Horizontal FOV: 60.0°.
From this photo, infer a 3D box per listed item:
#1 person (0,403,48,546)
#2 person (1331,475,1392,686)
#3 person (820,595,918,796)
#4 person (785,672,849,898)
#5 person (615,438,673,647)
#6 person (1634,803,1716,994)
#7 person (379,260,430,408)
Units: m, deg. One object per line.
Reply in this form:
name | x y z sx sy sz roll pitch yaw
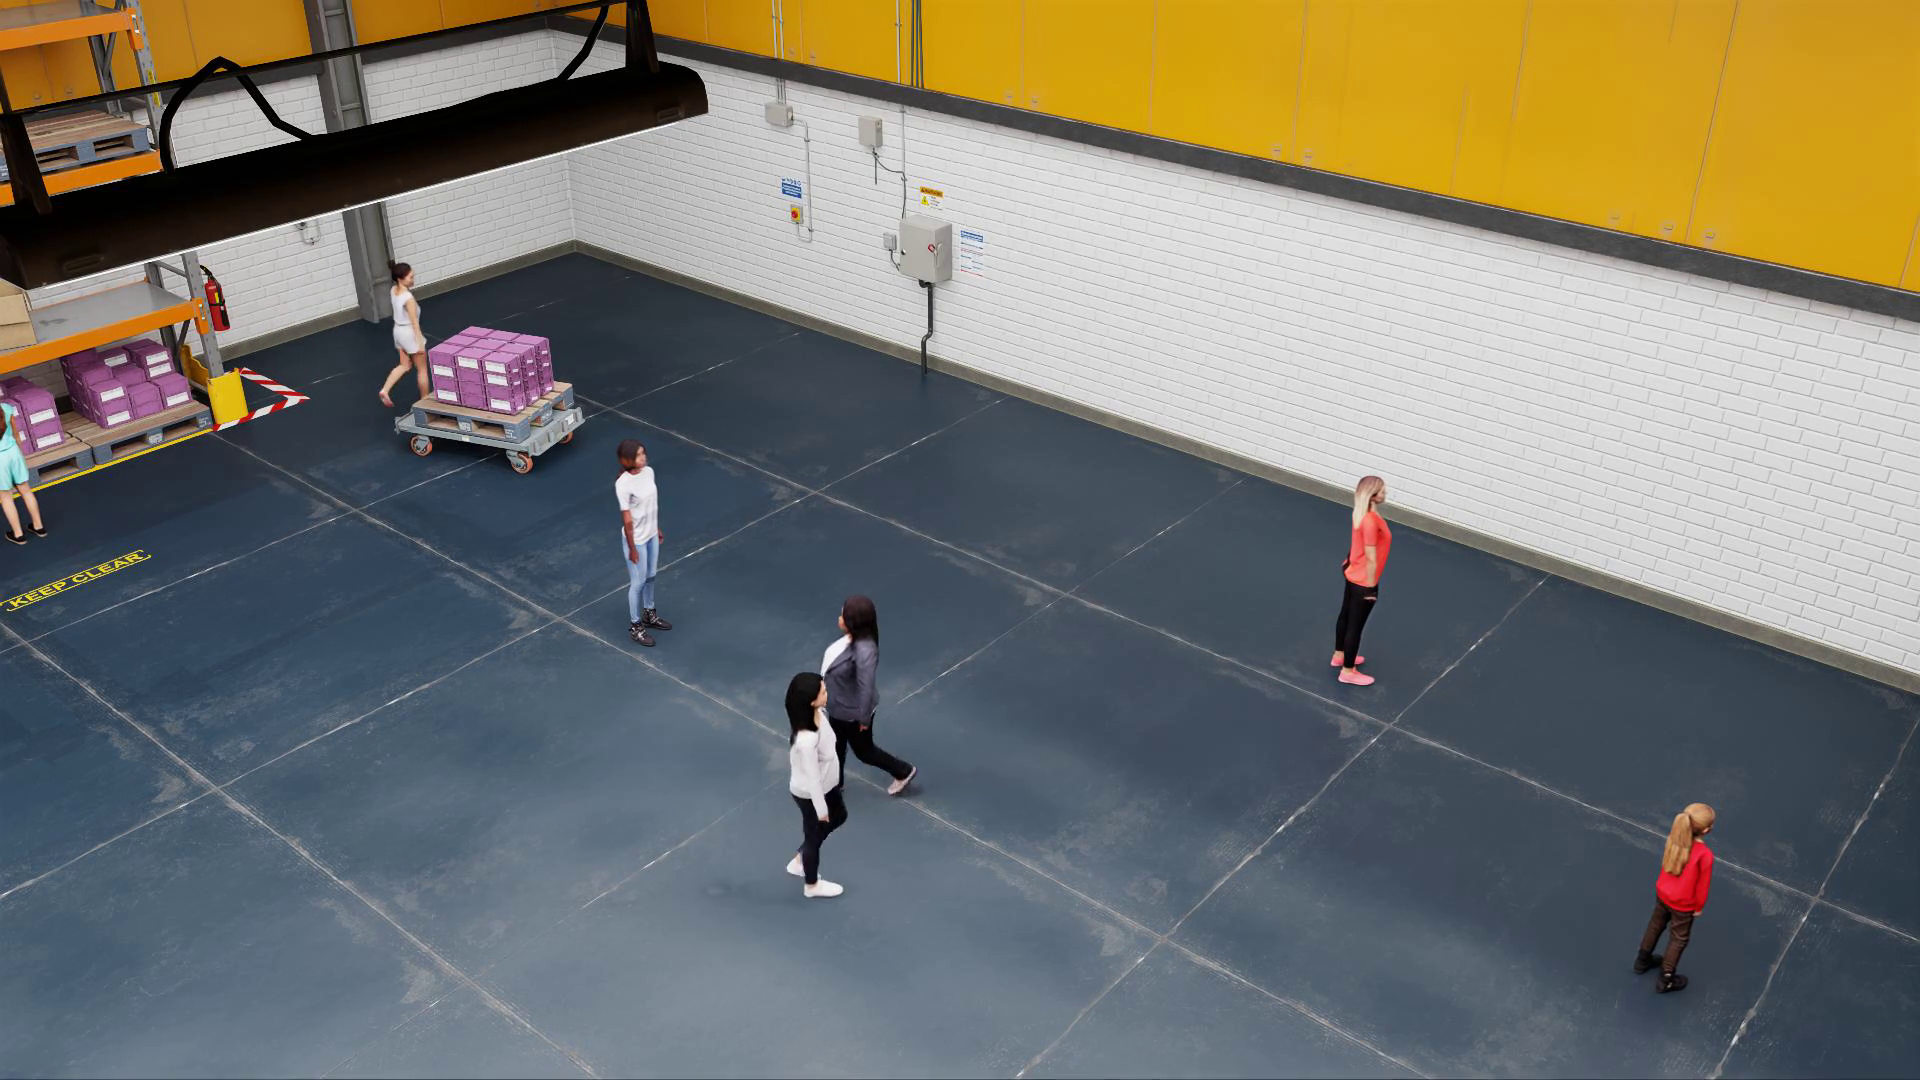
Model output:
person | -8.365 -0.708 14.551 0.634 1.558 0.508 16 32 27
person | 3.027 0.279 12.599 0.738 1.693 0.656 1 29 2
person | -0.641 1.091 11.234 1.120 1.576 1.008 -6 29 -11
person | -0.985 1.532 10.301 0.828 1.695 0.762 -1 29 -2
person | -2.514 -0.008 13.098 0.705 1.719 0.559 11 31 20
person | 4.206 2.079 9.730 0.606 1.282 0.566 -9 30 -17
person | -5.694 -2.061 16.966 0.644 1.620 0.917 24 36 36
